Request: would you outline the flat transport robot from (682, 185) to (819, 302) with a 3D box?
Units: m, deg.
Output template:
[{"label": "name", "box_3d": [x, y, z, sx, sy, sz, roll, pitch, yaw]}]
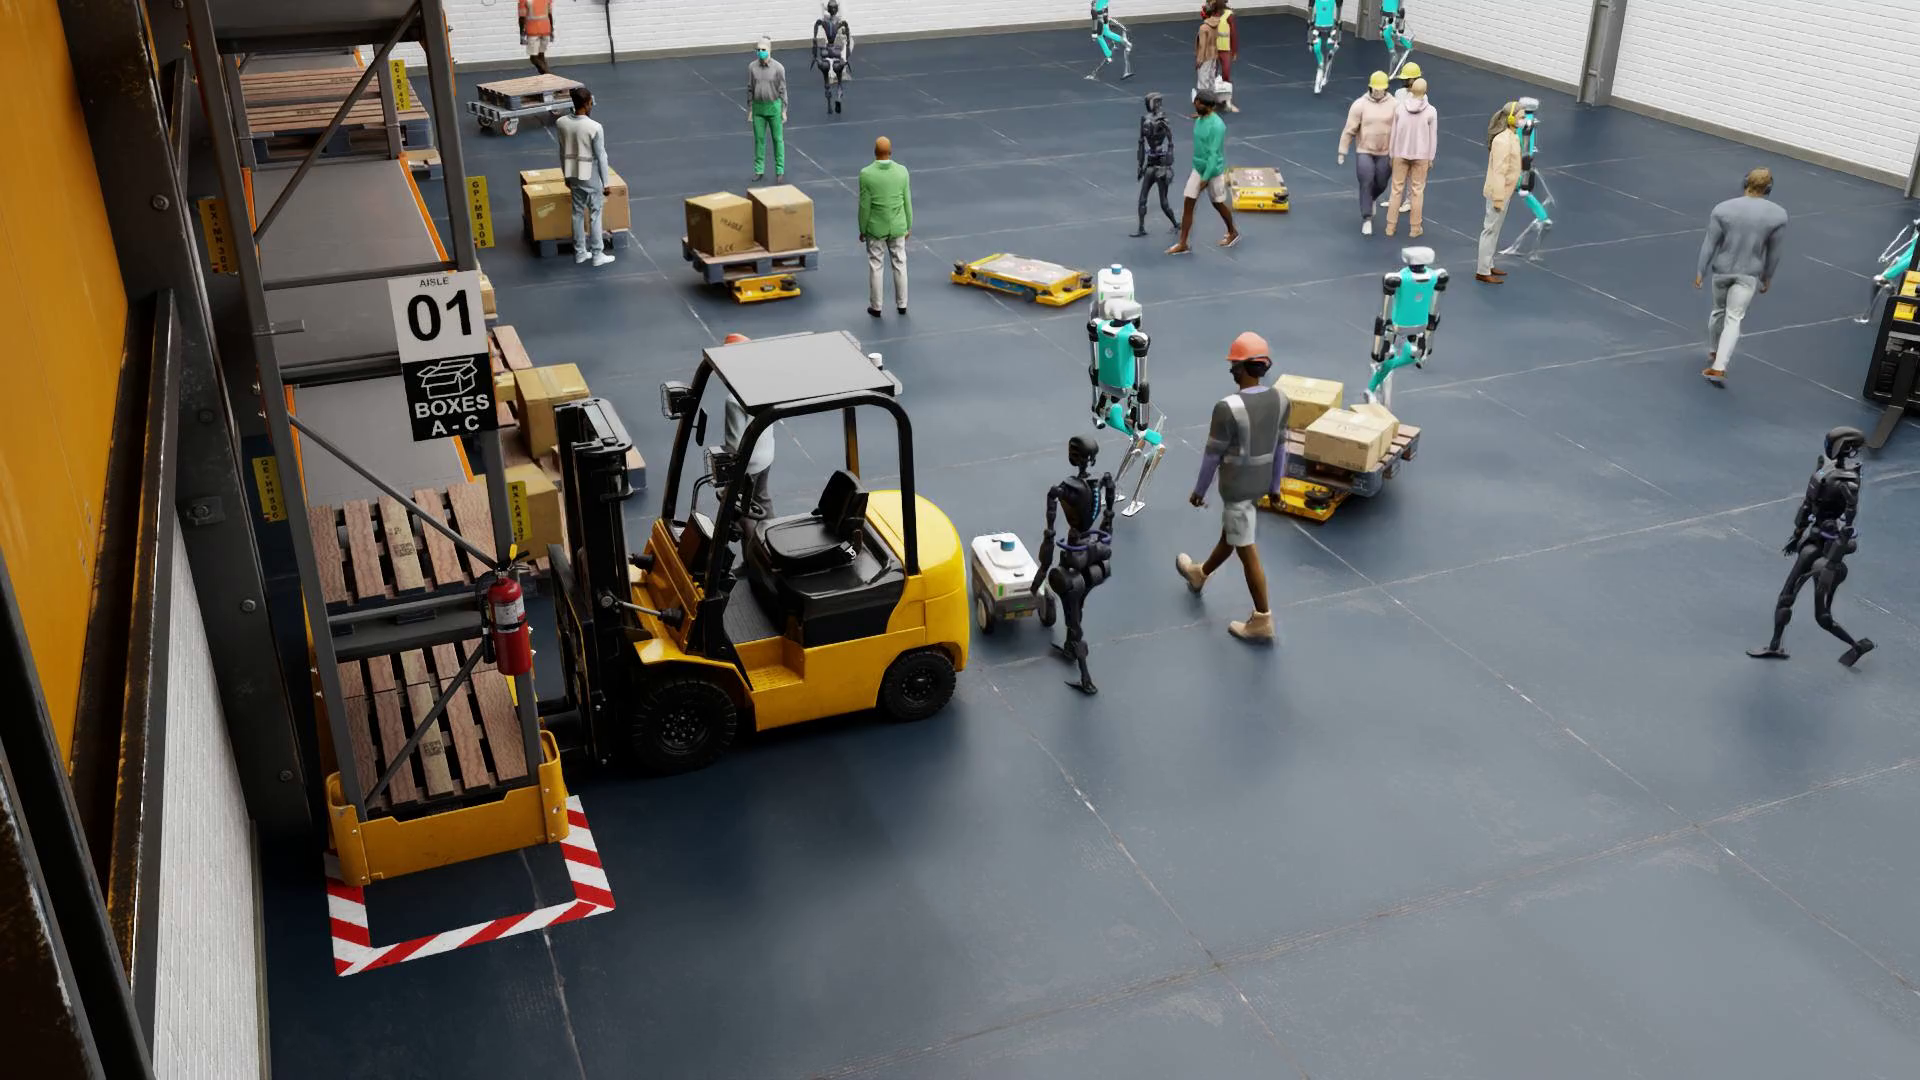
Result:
[{"label": "flat transport robot", "box_3d": [-2.223, -2.834, 17.624, 0.659, 0.231, 1.431, -11, 29, -21]}]

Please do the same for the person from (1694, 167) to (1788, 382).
[{"label": "person", "box_3d": [6.990, -2.393, 14.978, 0.642, 1.883, 0.993, 14, 30, 26]}]

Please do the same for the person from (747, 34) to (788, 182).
[{"label": "person", "box_3d": [-2.447, -5.483, 21.149, 0.513, 1.839, 0.348, 4, 27, 8]}]

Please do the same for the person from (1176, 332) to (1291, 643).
[{"label": "person", "box_3d": [1.810, -0.378, 10.838, 0.594, 1.967, 1.053, -21, 34, -36]}]

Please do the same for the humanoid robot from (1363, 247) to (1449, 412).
[{"label": "humanoid robot", "box_3d": [3.511, -1.585, 13.518, 0.532, 1.777, 0.823, -5, 27, -10]}]

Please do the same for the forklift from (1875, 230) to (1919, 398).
[{"label": "forklift", "box_3d": [9.029, -2.397, 14.618, 1.214, 2.155, 2.313, 18, 32, 32]}]

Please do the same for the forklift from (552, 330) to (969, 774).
[{"label": "forklift", "box_3d": [-1.094, 0.010, 9.831, 2.313, 2.155, 1.214, -10, 28, -20]}]

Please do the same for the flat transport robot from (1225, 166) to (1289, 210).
[{"label": "flat transport robot", "box_3d": [3.687, -4.385, 20.708, 0.659, 0.231, 1.431, 2, 27, 3]}]

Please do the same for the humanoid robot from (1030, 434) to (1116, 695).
[{"label": "humanoid robot", "box_3d": [0.692, 0.112, 10.211, 0.585, 1.641, 0.613, -19, 32, -33]}]

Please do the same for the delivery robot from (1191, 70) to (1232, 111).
[{"label": "delivery robot", "box_3d": [3.857, -6.835, 25.282, 0.499, 0.611, 0.792, -5, 27, -10]}]

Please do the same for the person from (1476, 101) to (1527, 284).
[{"label": "person", "box_3d": [5.666, -3.660, 17.482, 0.409, 1.877, 0.553, 12, 29, 22]}]

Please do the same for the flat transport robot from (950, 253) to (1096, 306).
[{"label": "flat transport robot", "box_3d": [0.658, -2.746, 17.449, 1.431, 0.231, 0.659, 20, 33, 34]}]

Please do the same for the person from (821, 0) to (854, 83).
[{"label": "person", "box_3d": [-1.953, -8.311, 26.733, 0.602, 1.870, 0.508, 23, 34, 37]}]

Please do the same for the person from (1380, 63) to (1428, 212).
[{"label": "person", "box_3d": [5.330, -4.824, 19.926, 0.334, 1.756, 0.516, -15, 31, -28]}]

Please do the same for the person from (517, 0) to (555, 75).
[{"label": "person", "box_3d": [-6.558, -7.932, 25.912, 0.812, 1.937, 0.604, 24, 35, 39]}]

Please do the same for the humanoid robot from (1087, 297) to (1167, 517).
[{"label": "humanoid robot", "box_3d": [1.297, -1.011, 12.219, 0.735, 1.673, 0.533, -23, 35, -38]}]

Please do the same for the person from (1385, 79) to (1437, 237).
[{"label": "person", "box_3d": [5.135, -4.339, 18.932, 0.523, 1.783, 0.401, 10, 28, 18]}]

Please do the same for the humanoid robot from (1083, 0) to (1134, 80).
[{"label": "humanoid robot", "box_3d": [2.505, -8.212, 26.739, 1.003, 1.777, 0.530, 13, 29, 24]}]

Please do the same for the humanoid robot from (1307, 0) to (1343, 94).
[{"label": "humanoid robot", "box_3d": [5.696, -7.825, 25.977, 0.548, 1.755, 1.058, 8, 28, 16]}]

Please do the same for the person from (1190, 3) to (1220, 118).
[{"label": "person", "box_3d": [3.619, -7.033, 24.439, 0.328, 1.646, 0.461, 19, 32, 33]}]

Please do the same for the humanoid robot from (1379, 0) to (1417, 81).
[{"label": "humanoid robot", "box_3d": [7.066, -8.180, 26.749, 0.720, 1.906, 0.549, -13, 30, -25]}]

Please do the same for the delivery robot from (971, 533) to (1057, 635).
[{"label": "delivery robot", "box_3d": [0.324, 0.274, 11.145, 0.499, 0.614, 0.803, -7, 28, -13]}]

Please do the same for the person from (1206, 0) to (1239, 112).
[{"label": "person", "box_3d": [3.948, -7.286, 24.846, 0.652, 1.753, 0.374, 15, 30, 27]}]

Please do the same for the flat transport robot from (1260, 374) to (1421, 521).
[{"label": "flat transport robot", "box_3d": [2.838, -0.554, 13.089, 0.659, 0.231, 1.431, 17, 31, 30]}]

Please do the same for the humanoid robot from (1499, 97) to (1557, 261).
[{"label": "humanoid robot", "box_3d": [6.282, -3.873, 18.138, 0.694, 1.854, 0.535, 3, 27, 7]}]

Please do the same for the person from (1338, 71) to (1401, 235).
[{"label": "person", "box_3d": [4.784, -4.509, 19.210, 0.829, 1.834, 0.709, 2, 27, 3]}]

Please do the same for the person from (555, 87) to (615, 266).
[{"label": "person", "box_3d": [-4.043, -3.906, 17.936, 0.597, 1.909, 0.400, 12, 29, 22]}]

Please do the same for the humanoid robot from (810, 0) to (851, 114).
[{"label": "humanoid robot", "box_3d": [-1.919, -7.122, 24.602, 0.612, 1.641, 0.483, -1, 27, -1]}]

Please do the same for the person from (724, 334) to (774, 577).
[{"label": "person", "box_3d": [-1.474, -0.588, 11.523, 0.350, 1.737, 0.572, 9, 28, 17]}]

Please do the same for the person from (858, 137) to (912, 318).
[{"label": "person", "box_3d": [-0.741, -3.086, 16.442, 0.550, 1.781, 0.384, -8, 28, -15]}]

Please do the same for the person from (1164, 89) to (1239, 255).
[{"label": "person", "box_3d": [2.755, -4.089, 18.416, 0.970, 1.803, 0.479, -16, 31, -28]}]

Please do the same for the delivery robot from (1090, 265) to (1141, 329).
[{"label": "delivery robot", "box_3d": [1.541, -2.420, 16.493, 0.499, 0.603, 0.807, 1, 27, 3]}]

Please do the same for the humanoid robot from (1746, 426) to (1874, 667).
[{"label": "humanoid robot", "box_3d": [5.452, 0.046, 10.362, 0.693, 1.638, 0.600, 1, 27, 2]}]

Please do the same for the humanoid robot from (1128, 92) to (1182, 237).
[{"label": "humanoid robot", "box_3d": [2.269, -4.256, 18.941, 0.661, 1.658, 0.618, -13, 30, -25]}]

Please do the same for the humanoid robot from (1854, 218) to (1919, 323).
[{"label": "humanoid robot", "box_3d": [9.196, -2.922, 16.258, 0.850, 1.816, 0.551, 5, 27, 10]}]
